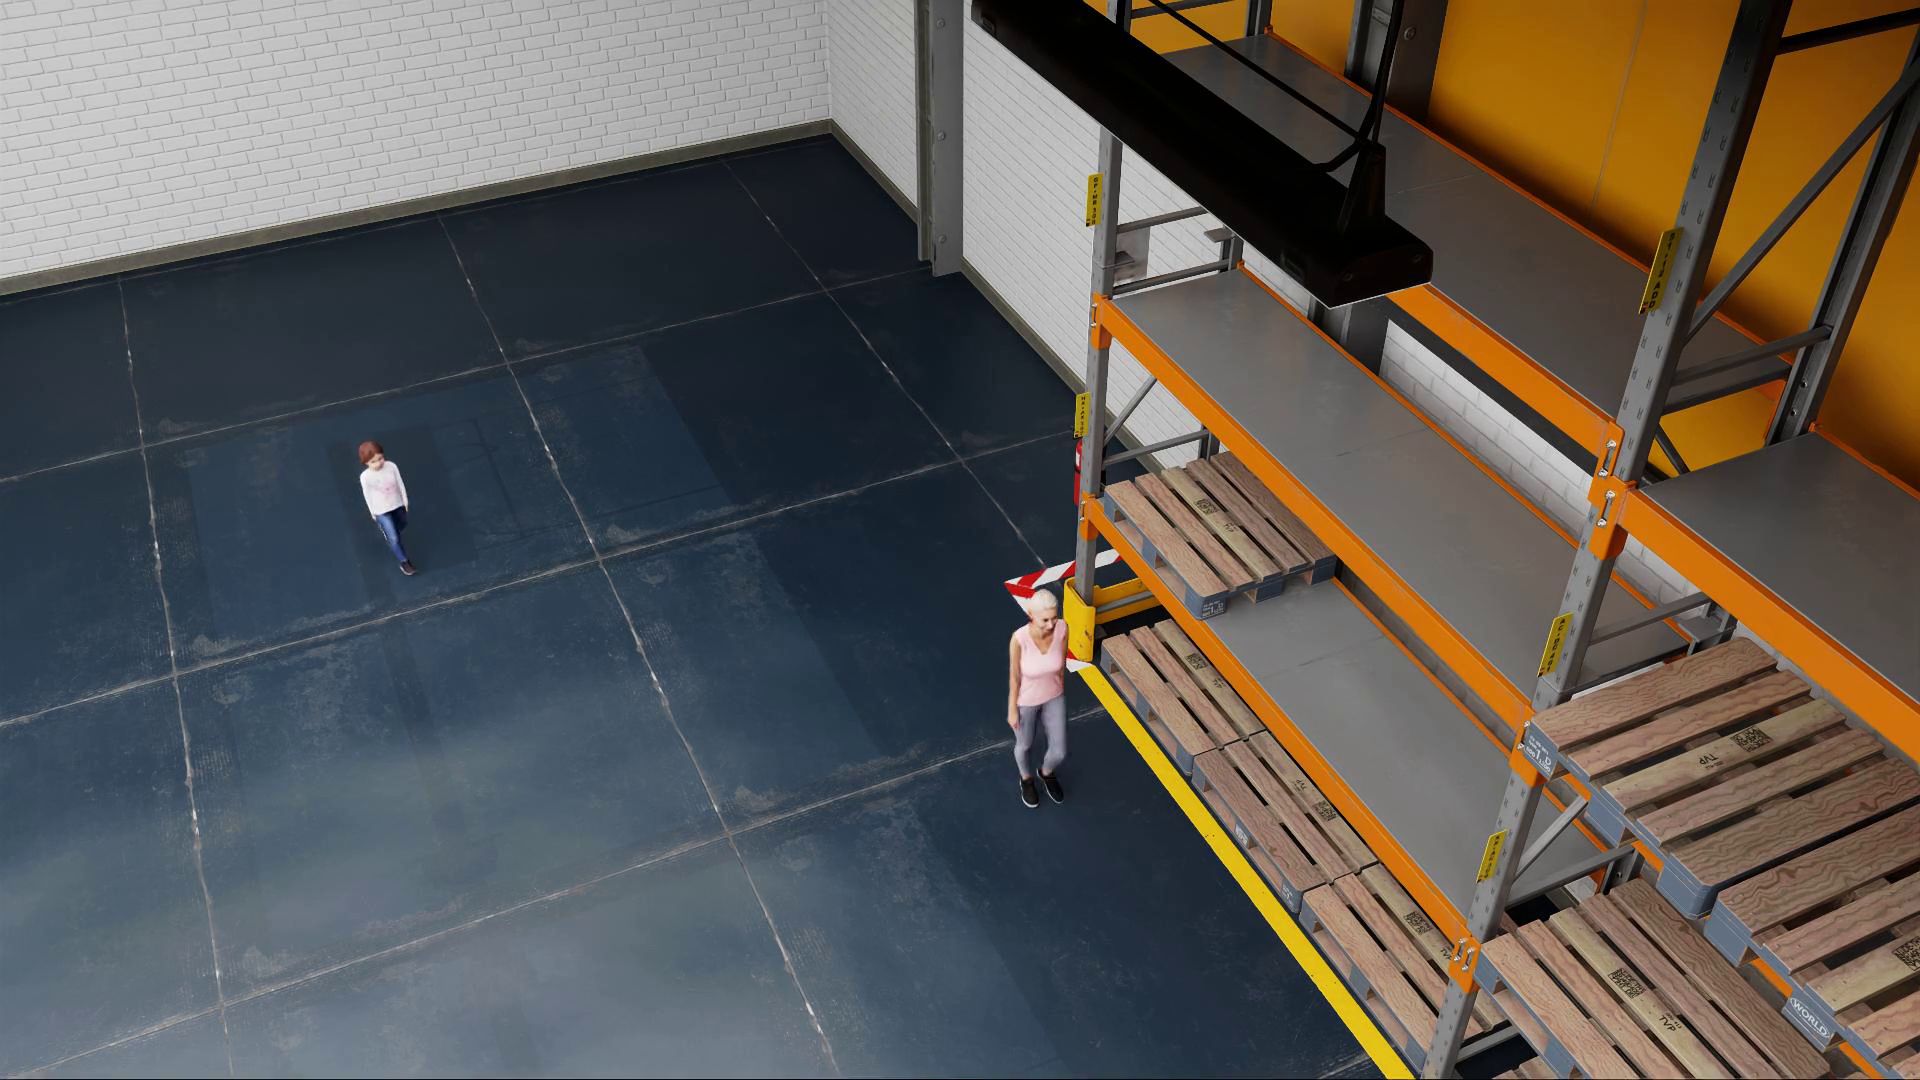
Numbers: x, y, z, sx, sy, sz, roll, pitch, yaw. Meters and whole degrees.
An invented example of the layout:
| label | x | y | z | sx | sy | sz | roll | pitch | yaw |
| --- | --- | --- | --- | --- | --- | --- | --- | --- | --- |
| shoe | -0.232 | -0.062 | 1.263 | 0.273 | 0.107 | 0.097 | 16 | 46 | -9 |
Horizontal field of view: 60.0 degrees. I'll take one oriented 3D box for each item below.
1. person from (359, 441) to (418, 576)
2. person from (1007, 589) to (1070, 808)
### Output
| label | x | y | z | sx | sy | sz | roll | pitch | yaw |
| --- | --- | --- | --- | --- | --- | --- | --- | --- | --- |
| person | -4.203 | -0.282 | 12.140 | 0.580 | 1.095 | 0.787 | -31 | 48 | -33 |
| person | 0.440 | 0.911 | 10.151 | 0.601 | 1.714 | 0.628 | -9 | 40 | -11 |
